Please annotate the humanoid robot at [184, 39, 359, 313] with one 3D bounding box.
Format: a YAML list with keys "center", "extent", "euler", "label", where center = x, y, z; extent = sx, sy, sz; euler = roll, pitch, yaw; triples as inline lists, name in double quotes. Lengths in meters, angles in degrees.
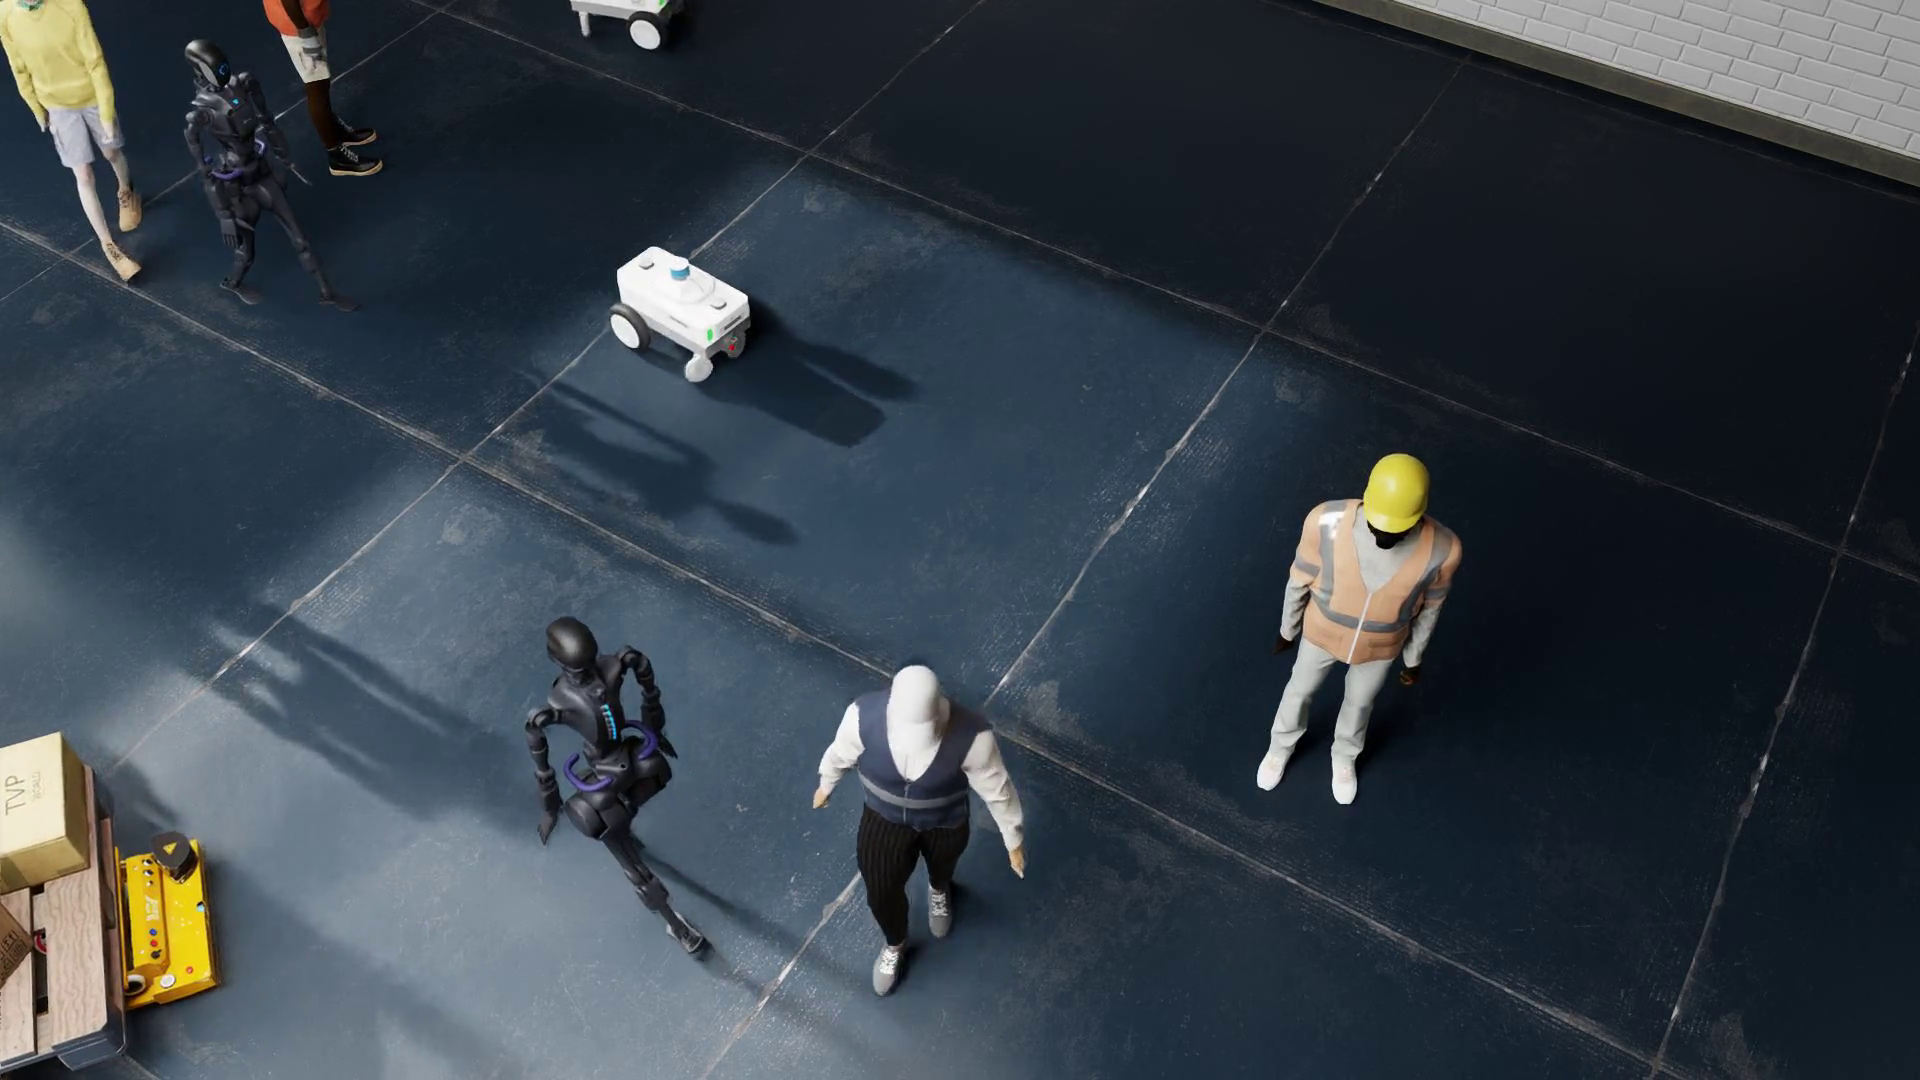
- center: [-3.654, -1.841, 8.520]
  extent: [0.775, 1.628, 0.597]
  euler: [17, 51, 15]
  label: "humanoid robot"

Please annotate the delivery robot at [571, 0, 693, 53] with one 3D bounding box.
- center: [-2.154, -3.521, 10.689]
  extent: [0.729, 0.573, 0.512]
  euler: [12, 50, 11]
  label: "delivery robot"

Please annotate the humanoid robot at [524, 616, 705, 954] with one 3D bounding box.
- center: [-1.266, 0.899, 6.137]
  extent: [0.602, 1.639, 0.781]
  euler: [-36, 58, -27]
  label: "humanoid robot"

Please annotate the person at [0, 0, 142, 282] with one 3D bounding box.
- center: [-4.667, -2.290, 8.781]
  extent: [0.475, 1.835, 0.904]
  euler: [-19, 52, -16]
  label: "person"

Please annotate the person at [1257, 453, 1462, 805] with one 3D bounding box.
- center: [1.518, 0.362, 6.399]
  extent: [0.584, 1.928, 0.370]
  euler: [11, 50, 10]
  label: "person"

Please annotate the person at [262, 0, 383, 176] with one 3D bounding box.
- center: [-3.666, -2.958, 9.275]
  extent: [0.373, 1.966, 0.603]
  euler: [-12, 50, -10]
  label: "person"

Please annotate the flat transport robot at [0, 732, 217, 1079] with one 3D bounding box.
- center: [-3.649, 1.638, 6.384]
  extent: [1.431, 0.231, 0.659]
  euler: [-17, 51, -14]
  label: "flat transport robot"

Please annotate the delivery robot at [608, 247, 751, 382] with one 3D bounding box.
- center: [-1.462, -1.222, 8.706]
  extent: [0.784, 0.613, 0.503]
  euler: [30, 55, 24]
  label: "delivery robot"

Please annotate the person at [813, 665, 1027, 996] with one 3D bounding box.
- center: [-0.146, 1.033, 5.935]
  extent: [0.796, 1.730, 0.683]
  euler: [5, 49, 5]
  label: "person"
